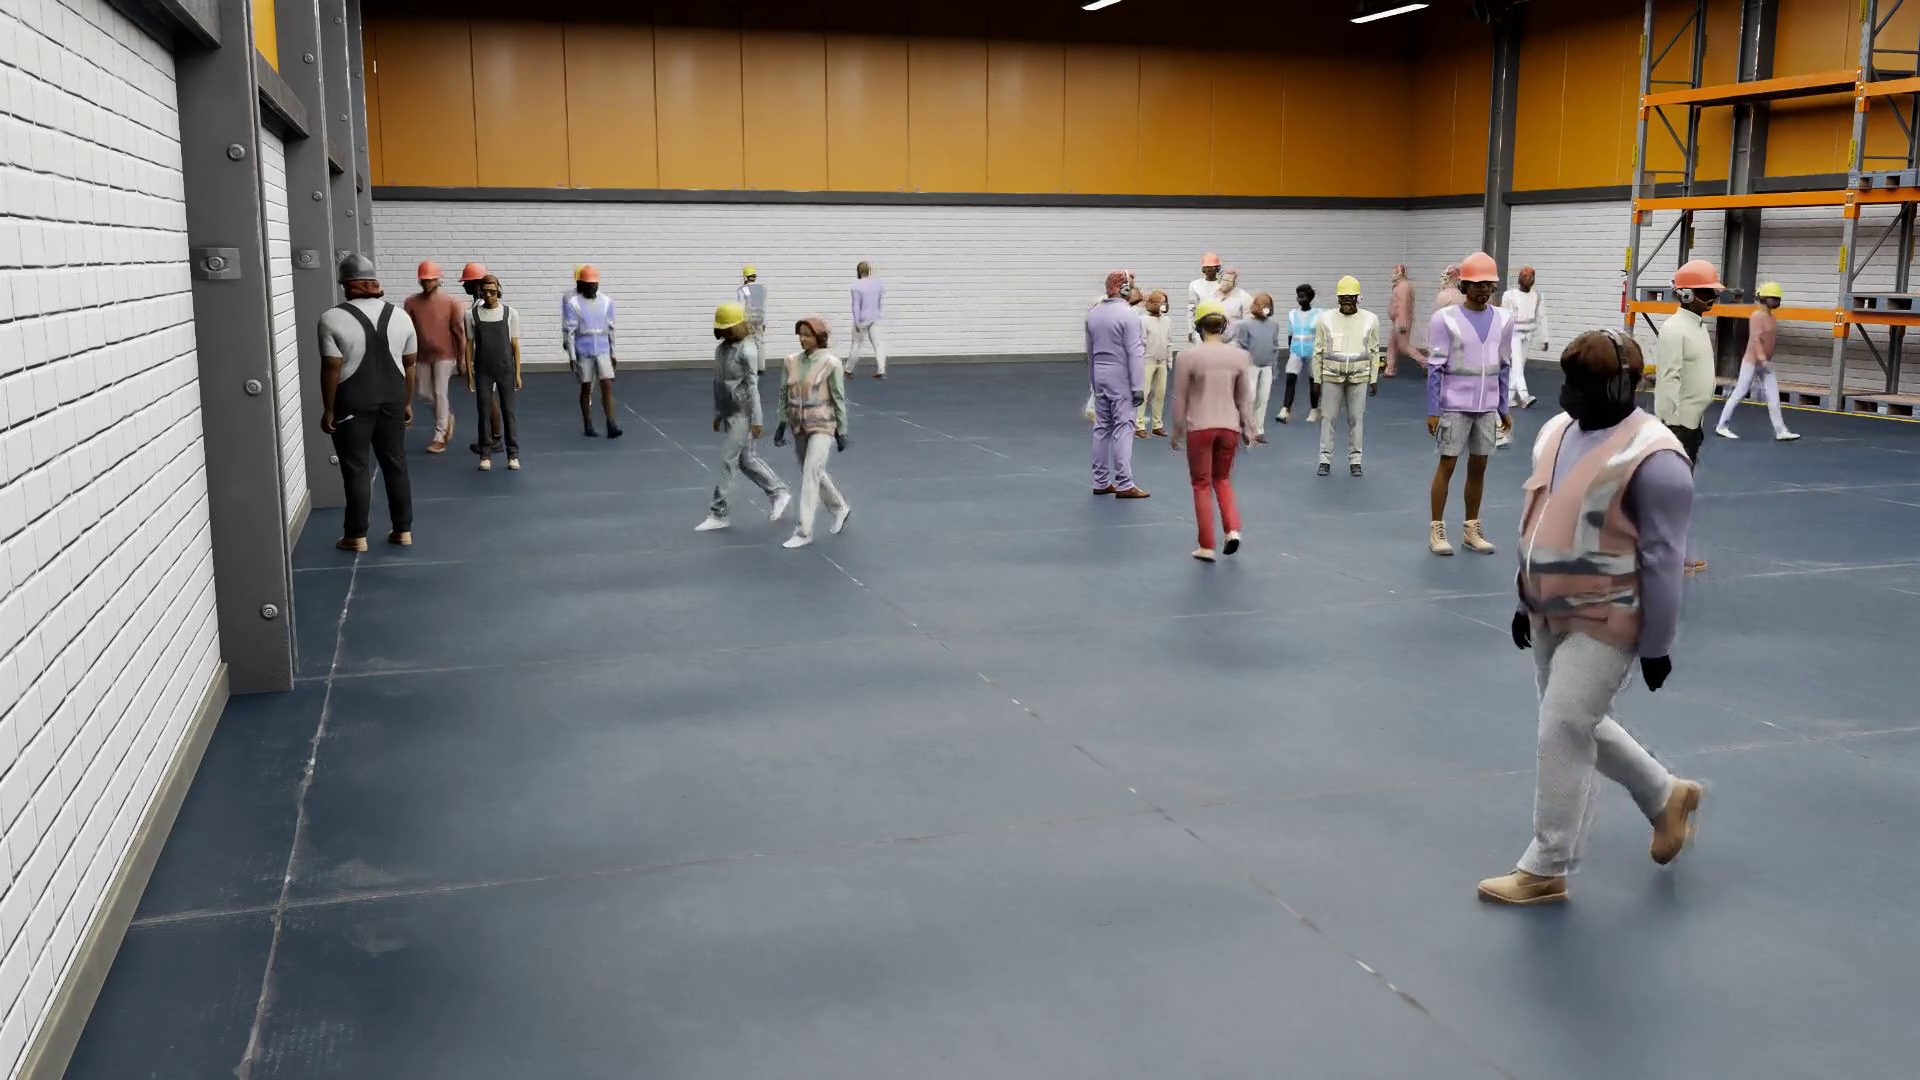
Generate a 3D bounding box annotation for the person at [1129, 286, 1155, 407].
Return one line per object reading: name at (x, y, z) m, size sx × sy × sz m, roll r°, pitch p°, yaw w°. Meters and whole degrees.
person at (2.276, -2.499, 21.649) m, size 0.545 × 1.618 × 0.518 m, roll 2°, pitch 10°, yaw 11°

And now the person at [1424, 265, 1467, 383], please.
person at (5.893, -2.370, 20.157) m, size 0.647 × 1.889 × 0.521 m, roll -9°, pitch 13°, yaw -43°

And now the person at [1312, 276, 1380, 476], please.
person at (3.529, -1.494, 15.232) m, size 0.600 × 1.830 × 0.404 m, roll 2°, pitch 10°, yaw 10°

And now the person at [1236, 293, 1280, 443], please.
person at (3.198, -1.862, 17.986) m, size 0.498 × 1.617 × 0.479 m, roll -4°, pitch 11°, yaw -21°

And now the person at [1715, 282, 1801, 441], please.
person at (8.717, -1.937, 18.126) m, size 0.531 × 1.723 × 0.896 m, roll -7°, pitch 12°, yaw -34°

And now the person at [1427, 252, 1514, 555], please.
person at (3.456, -0.908, 11.235) m, size 0.614 × 2.041 × 0.393 m, roll -2°, pitch 10°, yaw -13°

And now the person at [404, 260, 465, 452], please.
person at (-5.426, -1.911, 17.249) m, size 0.636 × 1.967 × 0.739 m, roll 1°, pitch 10°, yaw 7°

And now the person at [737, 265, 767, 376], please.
person at (-3.460, -3.621, 27.546) m, size 0.592 × 1.832 × 0.404 m, roll -10°, pitch 14°, yaw -44°

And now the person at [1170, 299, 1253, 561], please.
person at (1.660, -0.725, 11.067) m, size 0.532 × 1.740 × 0.429 m, roll -3°, pitch 10°, yaw -16°

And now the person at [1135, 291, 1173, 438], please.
person at (2.153, -1.938, 18.418) m, size 0.507 × 1.628 × 0.279 m, roll -7°, pitch 12°, yaw -34°

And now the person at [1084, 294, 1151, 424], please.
person at (1.853, -2.276, 19.891) m, size 0.962 × 1.800 × 0.657 m, roll 6°, pitch 12°, yaw 32°

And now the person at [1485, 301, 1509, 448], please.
person at (5.446, -1.765, 17.497) m, size 0.845 × 1.599 × 0.513 m, roll 8°, pitch 12°, yaw 37°

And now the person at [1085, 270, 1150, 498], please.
person at (1.335, -1.301, 13.920) m, size 0.406 × 1.903 × 0.639 m, roll -6°, pitch 12°, yaw -33°

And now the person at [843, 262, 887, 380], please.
person at (-1.547, -3.542, 26.938) m, size 0.654 × 1.880 × 1.031 m, roll -8°, pitch 13°, yaw -38°

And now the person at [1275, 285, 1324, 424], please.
person at (4.082, -2.197, 19.809) m, size 0.541 × 1.659 × 0.823 m, roll 6°, pitch 12°, yaw 32°

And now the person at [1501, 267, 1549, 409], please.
person at (7.429, -2.636, 21.809) m, size 0.613 × 1.836 × 0.959 m, roll -2°, pitch 10°, yaw -12°

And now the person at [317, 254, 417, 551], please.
person at (-4.125, -0.953, 11.502) m, size 0.538 × 2.000 × 0.689 m, roll 9°, pitch 14°, yaw 43°

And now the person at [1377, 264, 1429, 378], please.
person at (7.218, -3.524, 26.908) m, size 0.822 × 1.871 × 0.684 m, roll 2°, pitch 10°, yaw 12°

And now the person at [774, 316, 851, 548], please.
person at (-1.012, -0.783, 11.778) m, size 0.515 × 1.609 × 0.814 m, roll 7°, pitch 12°, yaw 36°

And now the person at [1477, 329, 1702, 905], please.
person at (2.049, 0.240, 5.257) m, size 0.781 × 1.816 × 0.628 m, roll -2°, pitch 10°, yaw -11°

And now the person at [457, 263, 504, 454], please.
person at (-4.897, -1.848, 16.980) m, size 0.375 × 1.935 × 0.551 m, roll -4°, pitch 10°, yaw -21°

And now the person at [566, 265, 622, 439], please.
person at (-3.996, -2.044, 18.211) m, size 0.577 × 1.897 × 0.941 m, roll -5°, pitch 11°, yaw -27°

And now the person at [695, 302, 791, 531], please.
person at (-1.607, -0.931, 12.412) m, size 0.820 × 1.691 × 0.508 m, roll -8°, pitch 12°, yaw -37°

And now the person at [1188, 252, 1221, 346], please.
person at (3.404, -2.884, 22.668) m, size 0.609 × 2.044 × 0.394 m, roll 3°, pitch 10°, yaw 16°

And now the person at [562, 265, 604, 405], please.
person at (-5.008, -2.733, 22.258) m, size 0.601 × 1.891 × 0.706 m, roll 0°, pitch 10°, yaw 1°

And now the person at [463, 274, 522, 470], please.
person at (-4.390, -1.569, 15.656) m, size 0.505 × 1.842 × 0.332 m, roll -3°, pitch 10°, yaw -15°

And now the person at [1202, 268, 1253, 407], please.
person at (3.270, -2.384, 20.338) m, size 0.678 × 1.864 × 0.702 m, roll 9°, pitch 13°, yaw 41°

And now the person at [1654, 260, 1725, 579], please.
person at (4.585, -0.763, 10.535) m, size 0.381 × 1.994 × 0.620 m, roll 7°, pitch 12°, yaw 37°

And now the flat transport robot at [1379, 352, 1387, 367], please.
flat transport robot at (7.447, -3.283, 30.106) m, size 0.652 × 0.197 × 1.431 m, roll 4°, pitch 11°, yaw 22°
